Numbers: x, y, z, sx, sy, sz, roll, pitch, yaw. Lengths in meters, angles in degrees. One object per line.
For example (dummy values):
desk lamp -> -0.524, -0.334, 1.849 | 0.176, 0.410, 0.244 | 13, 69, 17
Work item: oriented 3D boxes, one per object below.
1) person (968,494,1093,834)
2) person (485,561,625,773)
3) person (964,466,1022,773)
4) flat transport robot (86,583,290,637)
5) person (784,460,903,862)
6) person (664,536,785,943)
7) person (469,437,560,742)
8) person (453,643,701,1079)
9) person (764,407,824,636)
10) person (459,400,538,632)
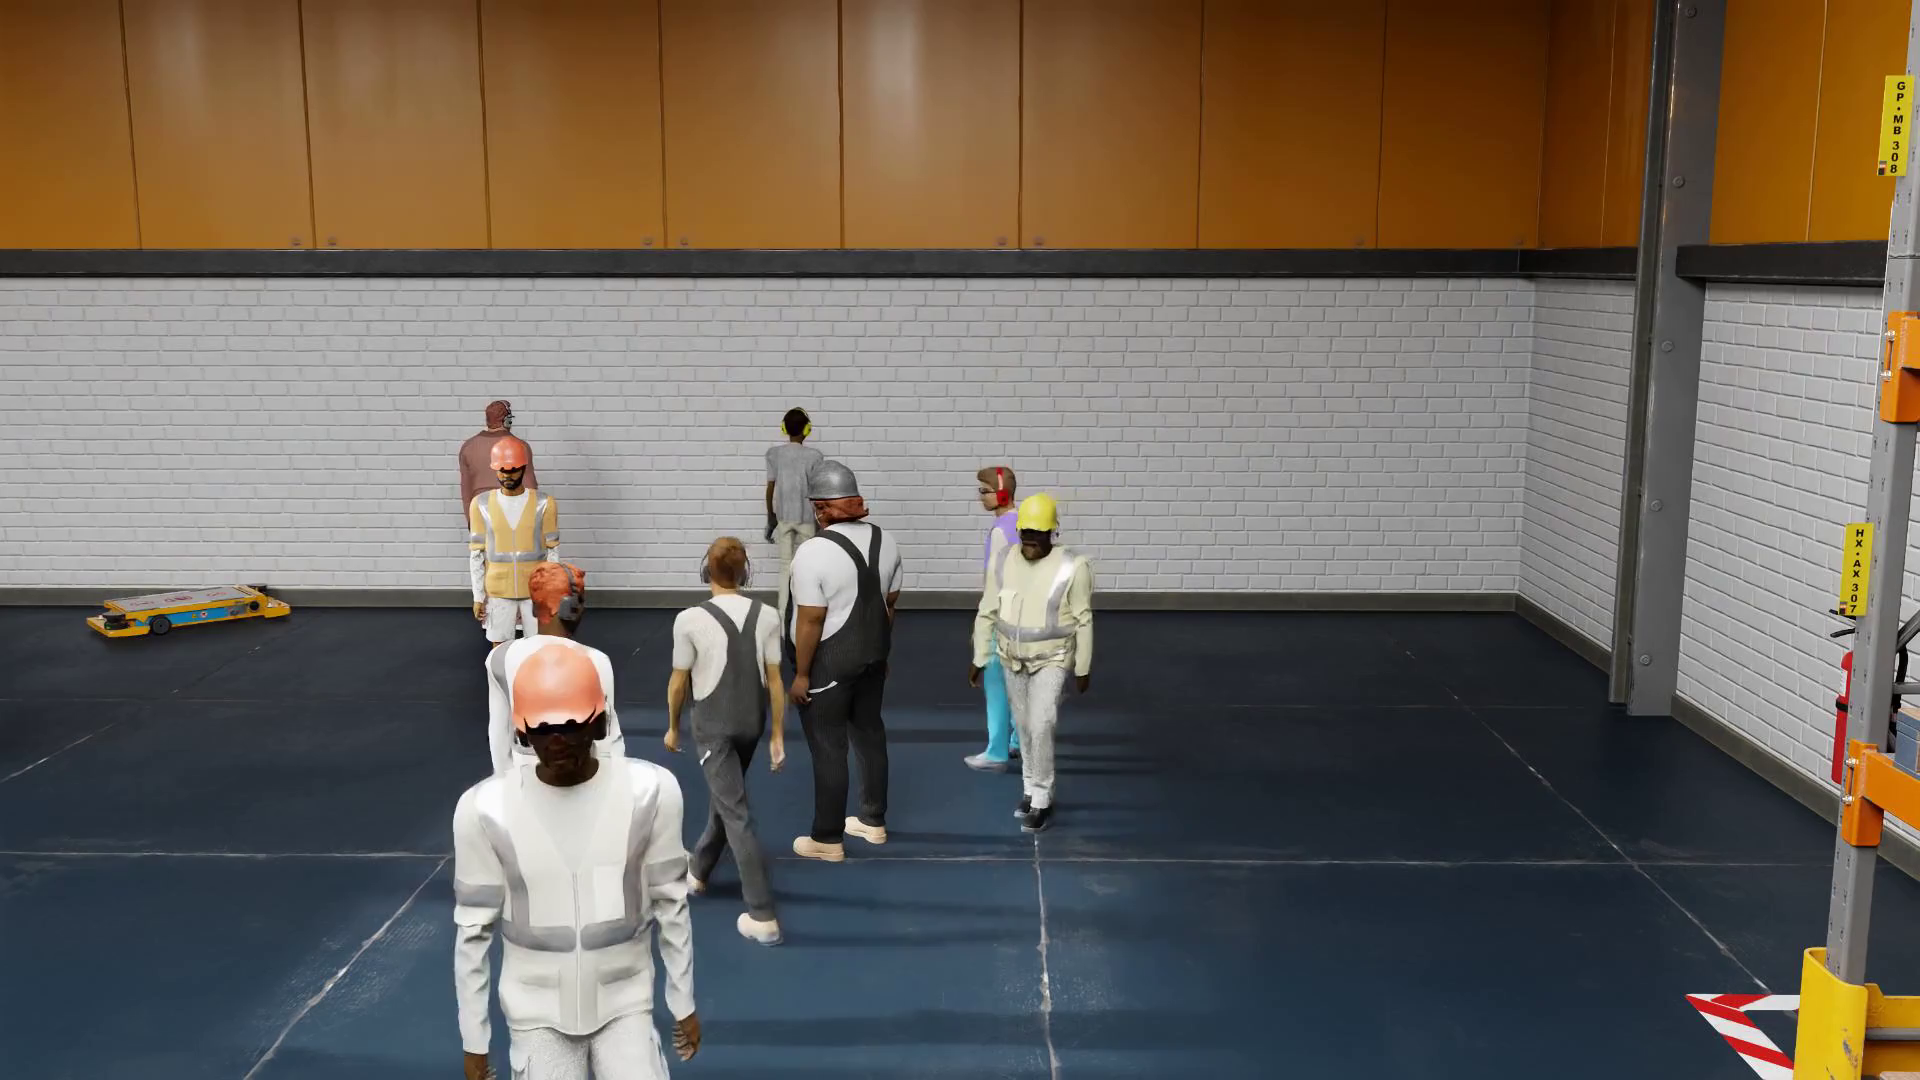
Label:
person -> 0.360, 0.650, 8.879 | 0.608, 1.803, 0.666 | 6, 11, 30
person -> -1.542, 1.014, 6.460 | 0.573, 1.886, 0.353 | 4, 10, 21
person -> 0.288, 0.469, 9.906 | 0.482, 1.830, 0.566 | 2, 10, 9
flat transport robot -> -6.451, 0.575, 13.918 | 1.431, 0.197, 0.652 | -8, 12, -40
person -> -0.646, 0.597, 8.498 | 0.537, 2.000, 0.689 | 8, 12, 40
person -> -1.075, 0.872, 7.615 | 0.494, 1.782, 0.982 | -7, 12, -37
person -> -2.798, 0.315, 10.493 | 0.553, 1.935, 0.363 | -2, 10, -13
person -> -1.028, 1.269, 4.505 | 0.652, 2.028, 0.429 | -2, 10, -14
person -> -1.334, -0.149, 13.515 | 0.554, 1.868, 0.403 | 2, 10, 11
person -> -3.747, -0.189, 13.643 | 0.656, 1.907, 0.403 | 2, 10, 12
